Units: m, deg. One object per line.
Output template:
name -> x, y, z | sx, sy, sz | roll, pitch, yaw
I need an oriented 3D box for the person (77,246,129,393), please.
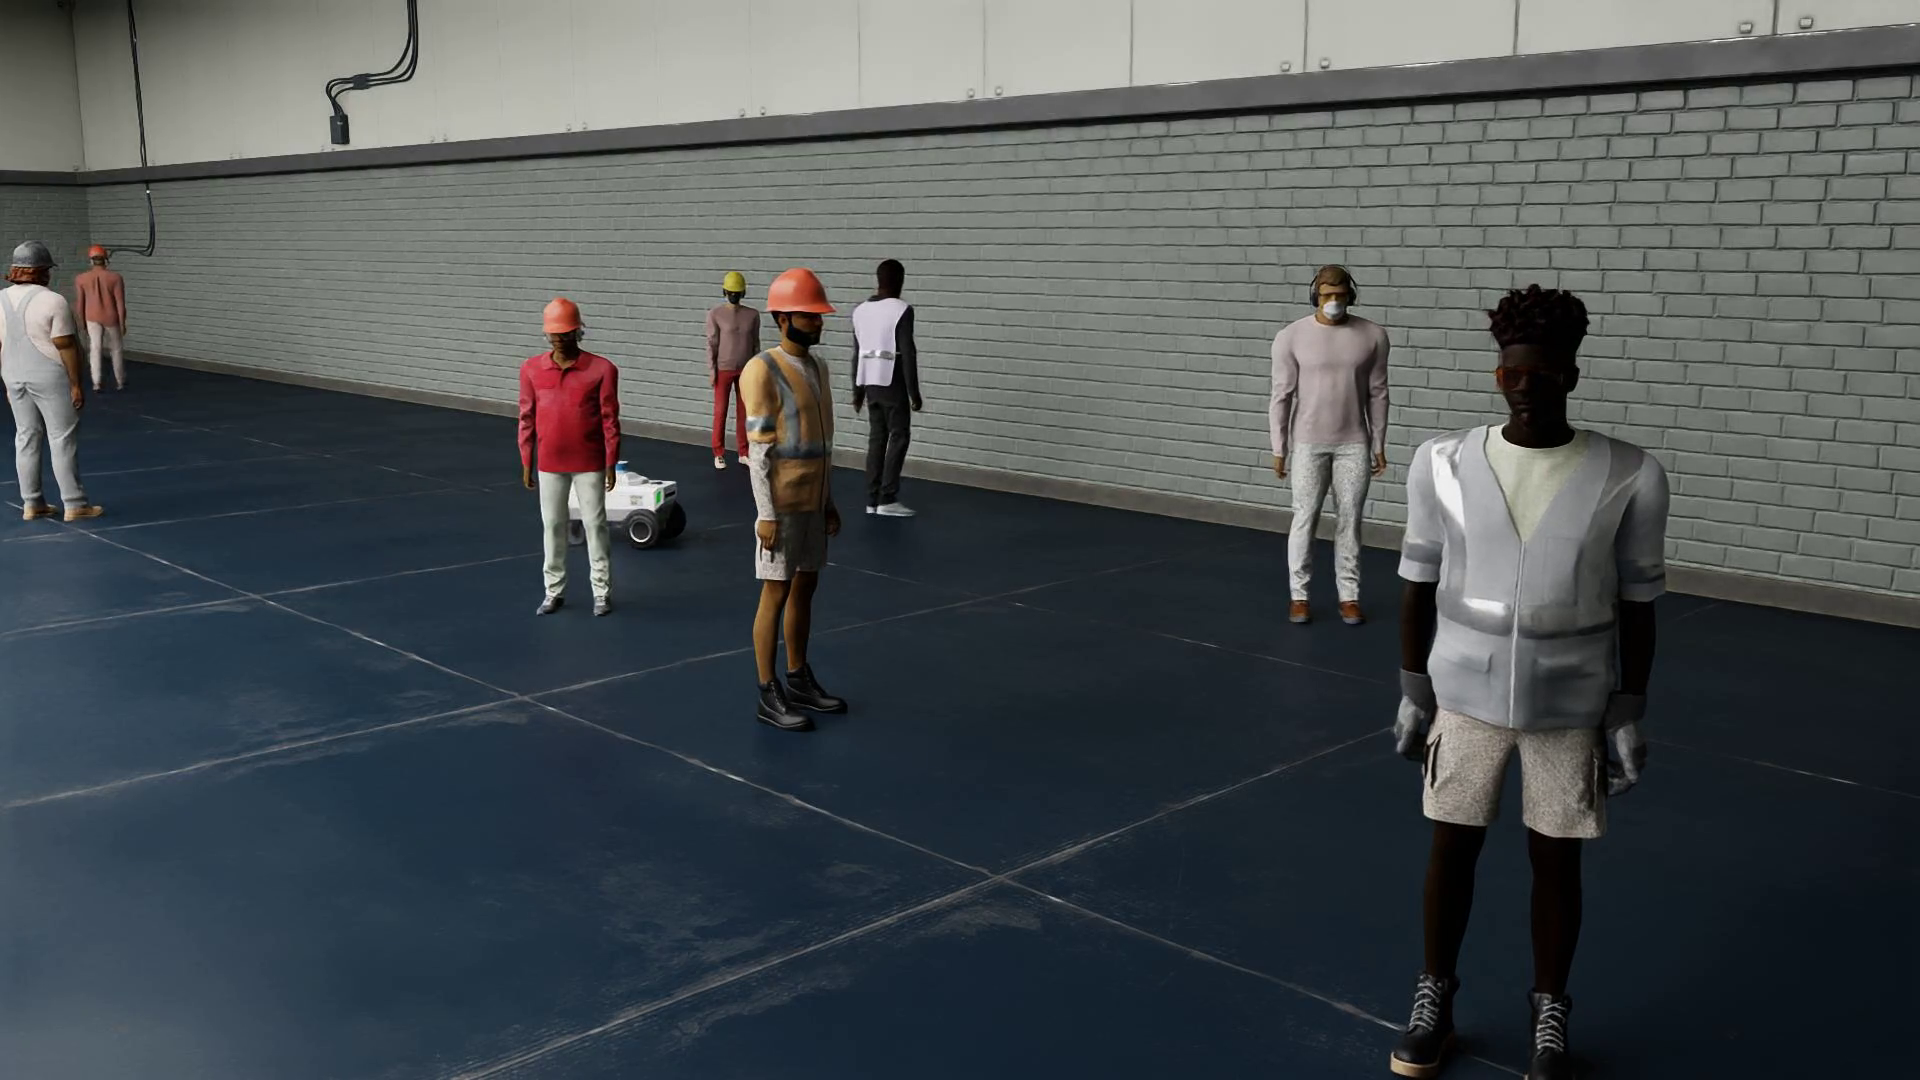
person -> -11.398, -2.926, 22.100 | 0.627, 1.938, 1.087 | -2, 11, -12

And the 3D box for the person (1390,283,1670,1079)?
person -> 1.350, 0.374, 4.008 | 0.609, 1.965, 0.369 | 5, 11, 24

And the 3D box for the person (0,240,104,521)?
person -> -6.680, -1.162, 12.180 | 0.674, 2.000, 0.535 | 2, 11, 12

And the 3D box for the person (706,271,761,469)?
person -> -2.004, -1.516, 14.875 | 0.526, 1.762, 0.336 | -6, 12, -31

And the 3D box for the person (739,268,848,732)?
person -> -0.685, -0.173, 7.063 | 0.362, 1.939, 0.542 | 5, 12, 27

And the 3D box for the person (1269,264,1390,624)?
person -> 1.972, -0.505, 8.917 | 0.635, 1.929, 0.378 | 0, 10, 0

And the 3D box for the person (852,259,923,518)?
person -> -0.577, -1.111, 12.297 | 0.723, 1.897, 0.519 | 10, 14, 44

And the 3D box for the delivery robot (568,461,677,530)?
delivery robot -> -2.286, -0.288, 11.214 | 0.707, 0.478, 0.477 | 2, 11, 12

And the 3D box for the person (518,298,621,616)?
person -> -2.134, -0.445, 9.078 | 0.565, 1.743, 0.346 | 0, 10, 2
